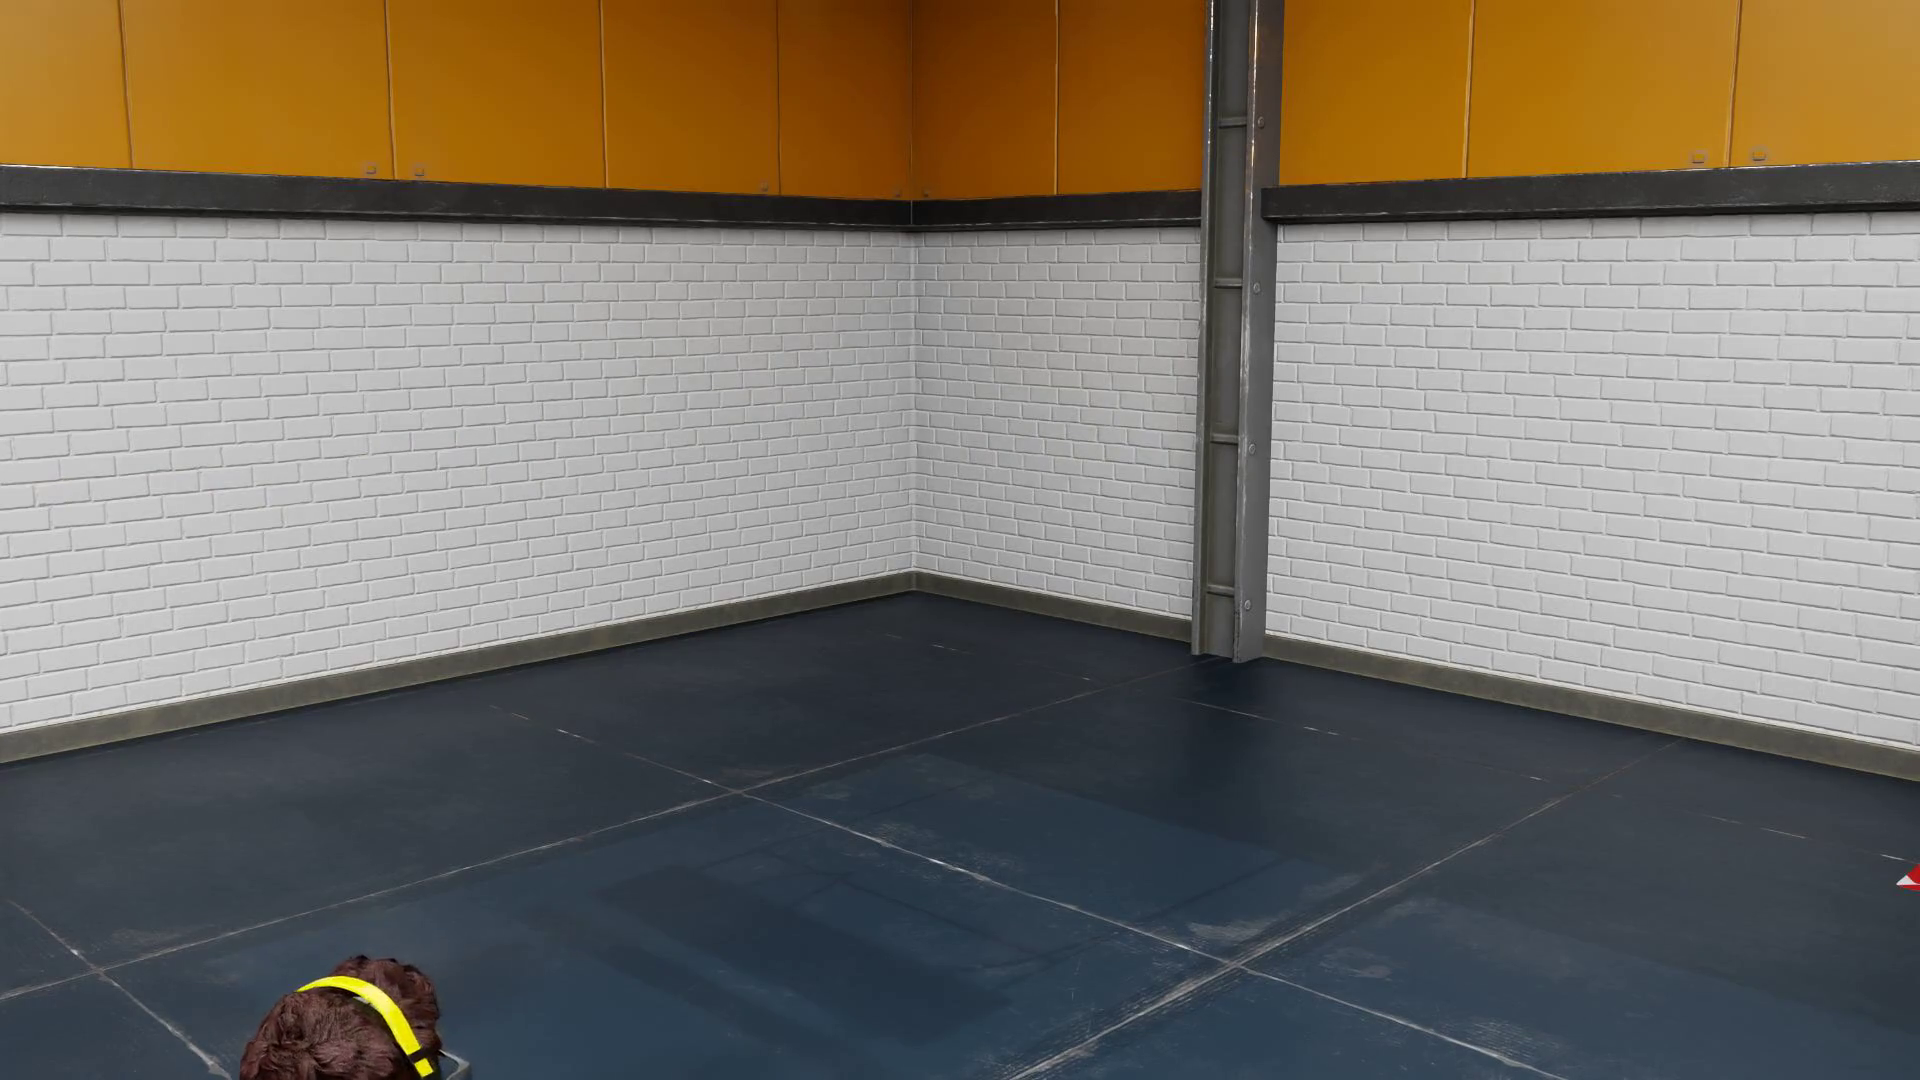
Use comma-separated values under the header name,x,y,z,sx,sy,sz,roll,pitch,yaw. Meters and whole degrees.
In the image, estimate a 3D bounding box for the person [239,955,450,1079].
name,x,y,z,sx,sy,sz,roll,pitch,yaw
person,-0.648,1.383,1.877,0.512,1.866,0.330,-1,9,-8
